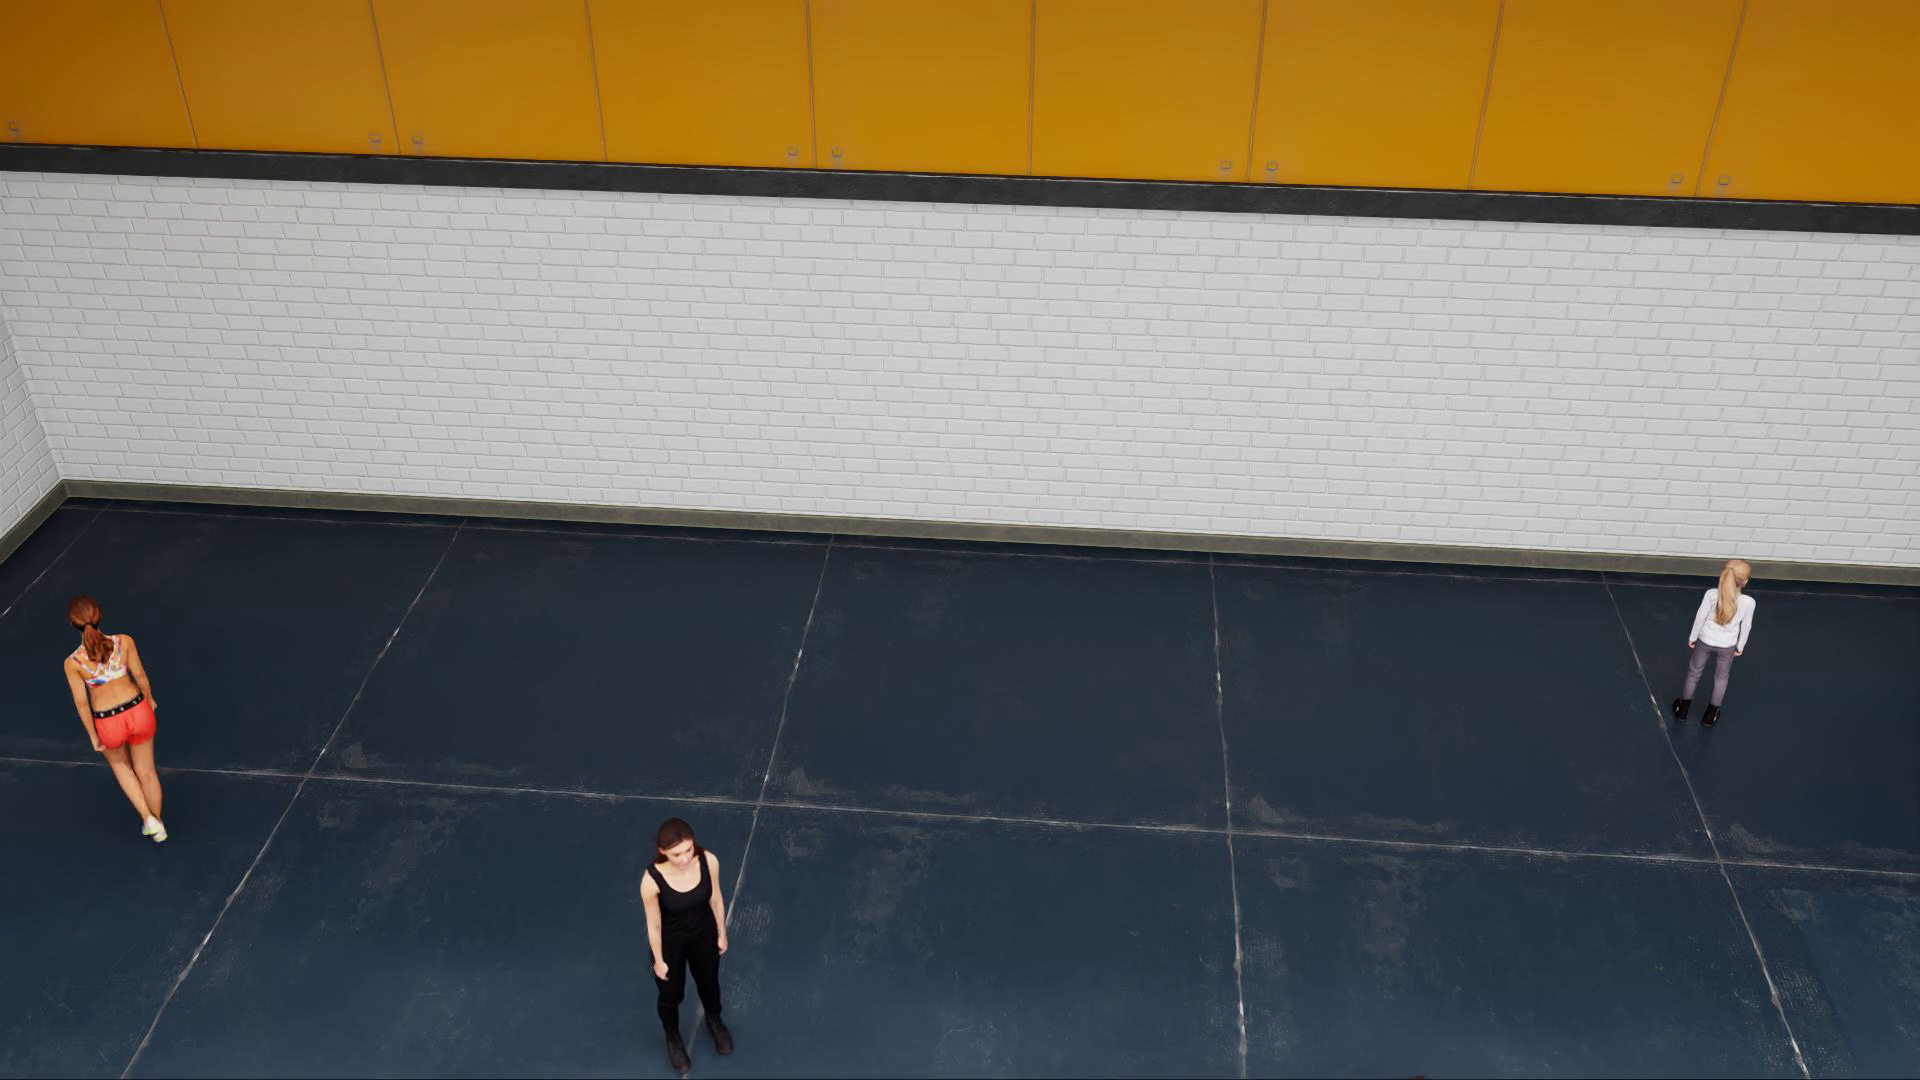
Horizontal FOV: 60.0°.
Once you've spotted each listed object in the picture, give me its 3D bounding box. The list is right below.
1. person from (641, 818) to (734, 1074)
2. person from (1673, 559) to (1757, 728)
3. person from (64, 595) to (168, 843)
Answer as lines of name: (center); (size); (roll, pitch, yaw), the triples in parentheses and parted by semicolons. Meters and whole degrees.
person: (-1.423, 2.065, 8.599); (0.667, 1.685, 0.703); (-17, 37, -24)
person: (5.028, 0.678, 11.054); (0.553, 1.278, 0.570); (14, 36, 20)
person: (-4.968, 1.128, 9.924); (0.735, 1.780, 0.795); (-24, 40, -31)
